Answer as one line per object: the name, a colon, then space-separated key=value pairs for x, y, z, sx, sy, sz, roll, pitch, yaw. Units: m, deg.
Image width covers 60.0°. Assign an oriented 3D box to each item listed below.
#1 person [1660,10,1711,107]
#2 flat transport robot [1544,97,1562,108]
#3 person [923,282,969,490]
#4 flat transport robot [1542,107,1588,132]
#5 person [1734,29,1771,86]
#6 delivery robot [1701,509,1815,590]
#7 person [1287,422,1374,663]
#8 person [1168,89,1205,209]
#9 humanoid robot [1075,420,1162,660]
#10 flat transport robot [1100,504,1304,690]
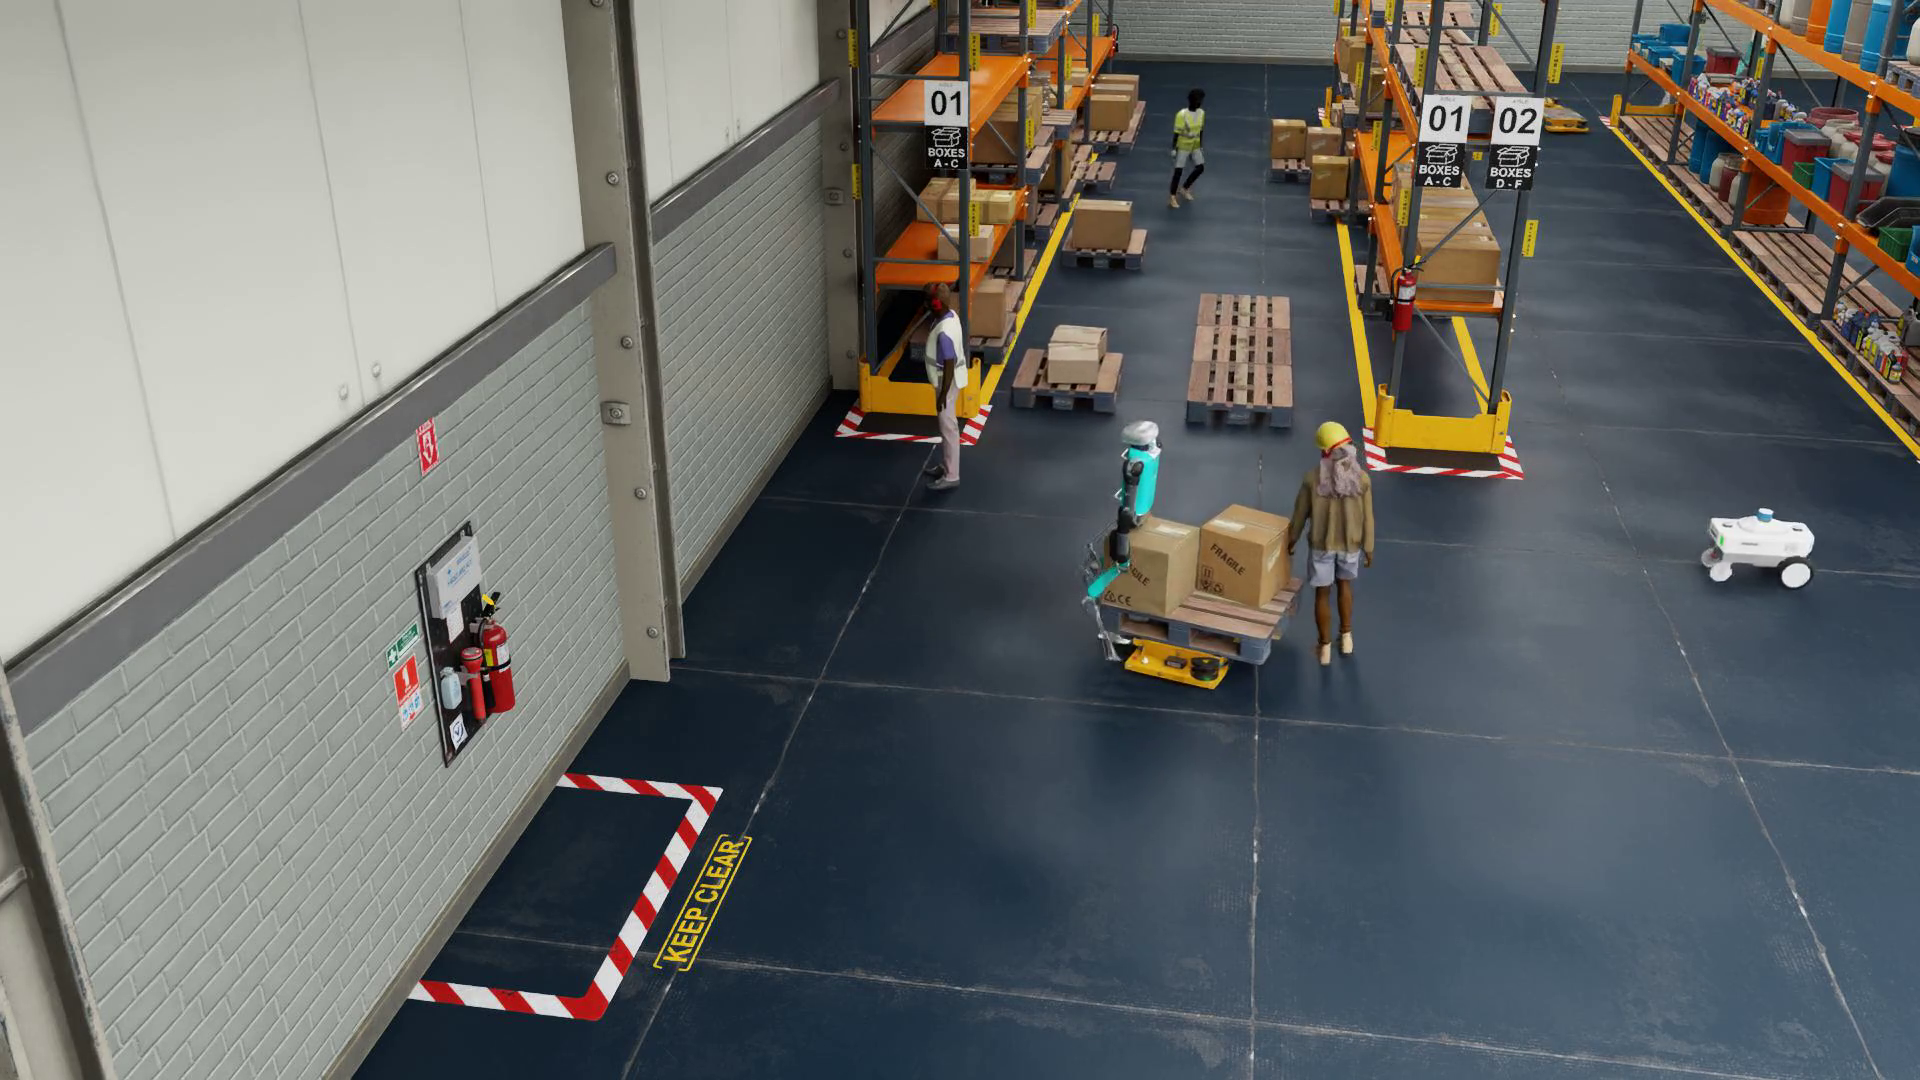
person: x=13.224 y=-8.649 z=30.057 sx=0.512 sy=1.804 sz=0.995 roll=-20 pitch=32 yaw=-36
flat transport robot: x=10.215 y=-7.927 z=30.323 sx=1.431 sy=0.231 sz=0.659 roll=4 pitch=25 yaw=9
person: x=-0.122 y=-1.330 z=14.351 sx=0.395 sy=1.837 sz=0.563 roll=0 pitch=25 yaw=0
flat transport robot: x=10.484 y=-7.369 z=29.129 sx=0.659 sy=0.231 sz=1.431 roll=1 pitch=25 yaw=3
person: x=15.551 y=-9.709 z=32.403 sx=0.788 sy=1.729 sz=0.508 roll=-9 pitch=26 yaw=-18
delivery robot: x=6.222 y=0.055 z=12.920 sx=0.813 sy=0.610 sz=0.499 roll=3 pitch=25 yaw=7
person: x=2.584 y=0.019 z=11.590 sx=0.564 sy=1.728 sz=0.452 roll=2 pitch=25 yaw=3
person: x=3.202 y=-5.537 z=23.542 sx=0.627 sy=1.675 sz=0.385 roll=-17 pitch=30 yaw=-32
humanoid robot: x=1.038 y=-0.008 z=11.646 sx=0.676 sy=1.798 sz=0.538 roll=10 pitch=27 yaw=21
flat transport robot: x=1.754 y=0.629 z=12.011 sx=0.659 sy=0.231 sz=1.431 roll=12 pitch=28 yaw=24
